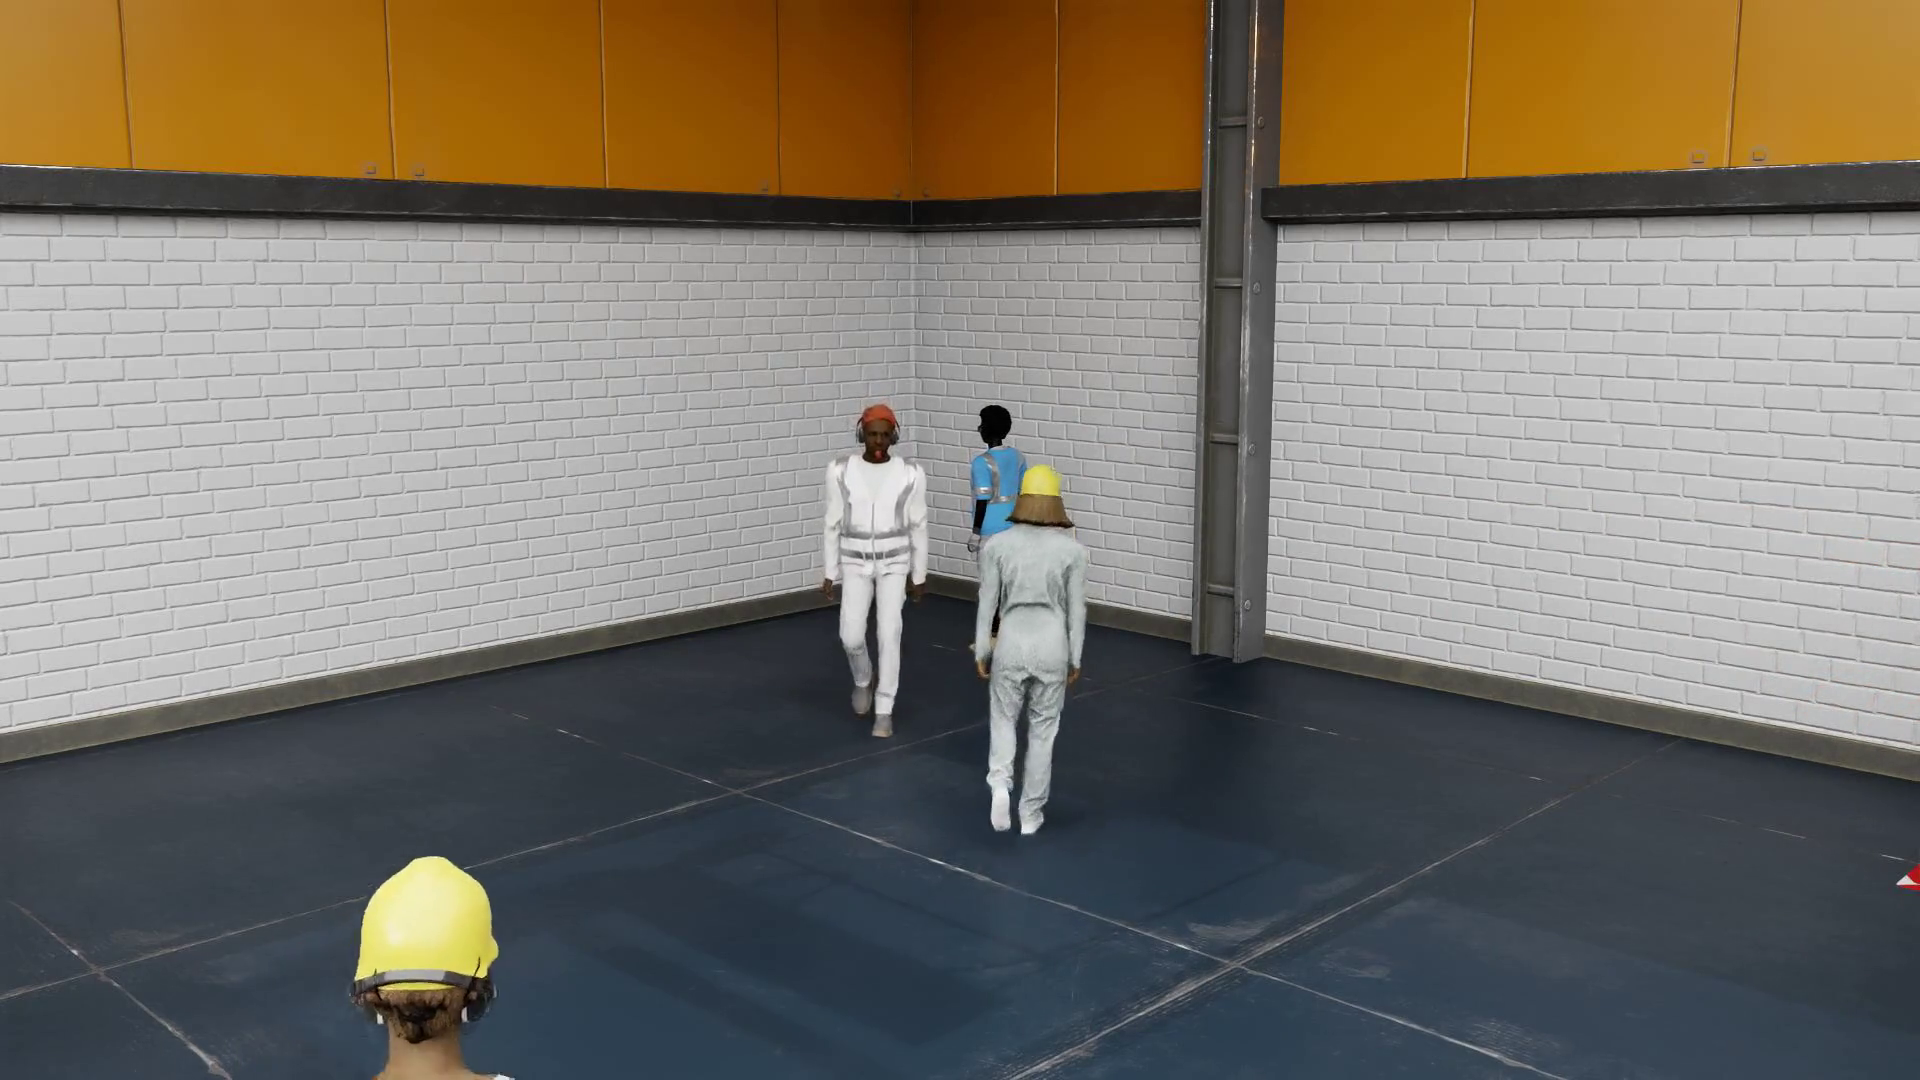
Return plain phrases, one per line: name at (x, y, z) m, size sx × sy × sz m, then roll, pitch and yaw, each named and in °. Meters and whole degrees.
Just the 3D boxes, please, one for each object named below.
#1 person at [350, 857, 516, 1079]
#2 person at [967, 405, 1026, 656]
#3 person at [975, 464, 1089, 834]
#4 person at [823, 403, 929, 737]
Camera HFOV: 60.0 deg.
person at (-0.798, 1.348, 2.510) m, size 0.525 × 1.729 × 0.875 m, roll -2°, pitch 9°, yaw -13°
person at (0.244, -0.067, 11.272) m, size 0.321 × 1.697 × 0.529 m, roll 7°, pitch 11°, yaw 36°
person at (0.325, 0.525, 7.567) m, size 0.518 × 1.715 × 0.543 m, roll 1°, pitch 9°, yaw 7°
person at (-0.467, 0.163, 9.325) m, size 0.596 × 1.870 × 0.481 m, roll 0°, pitch 9°, yaw 1°
